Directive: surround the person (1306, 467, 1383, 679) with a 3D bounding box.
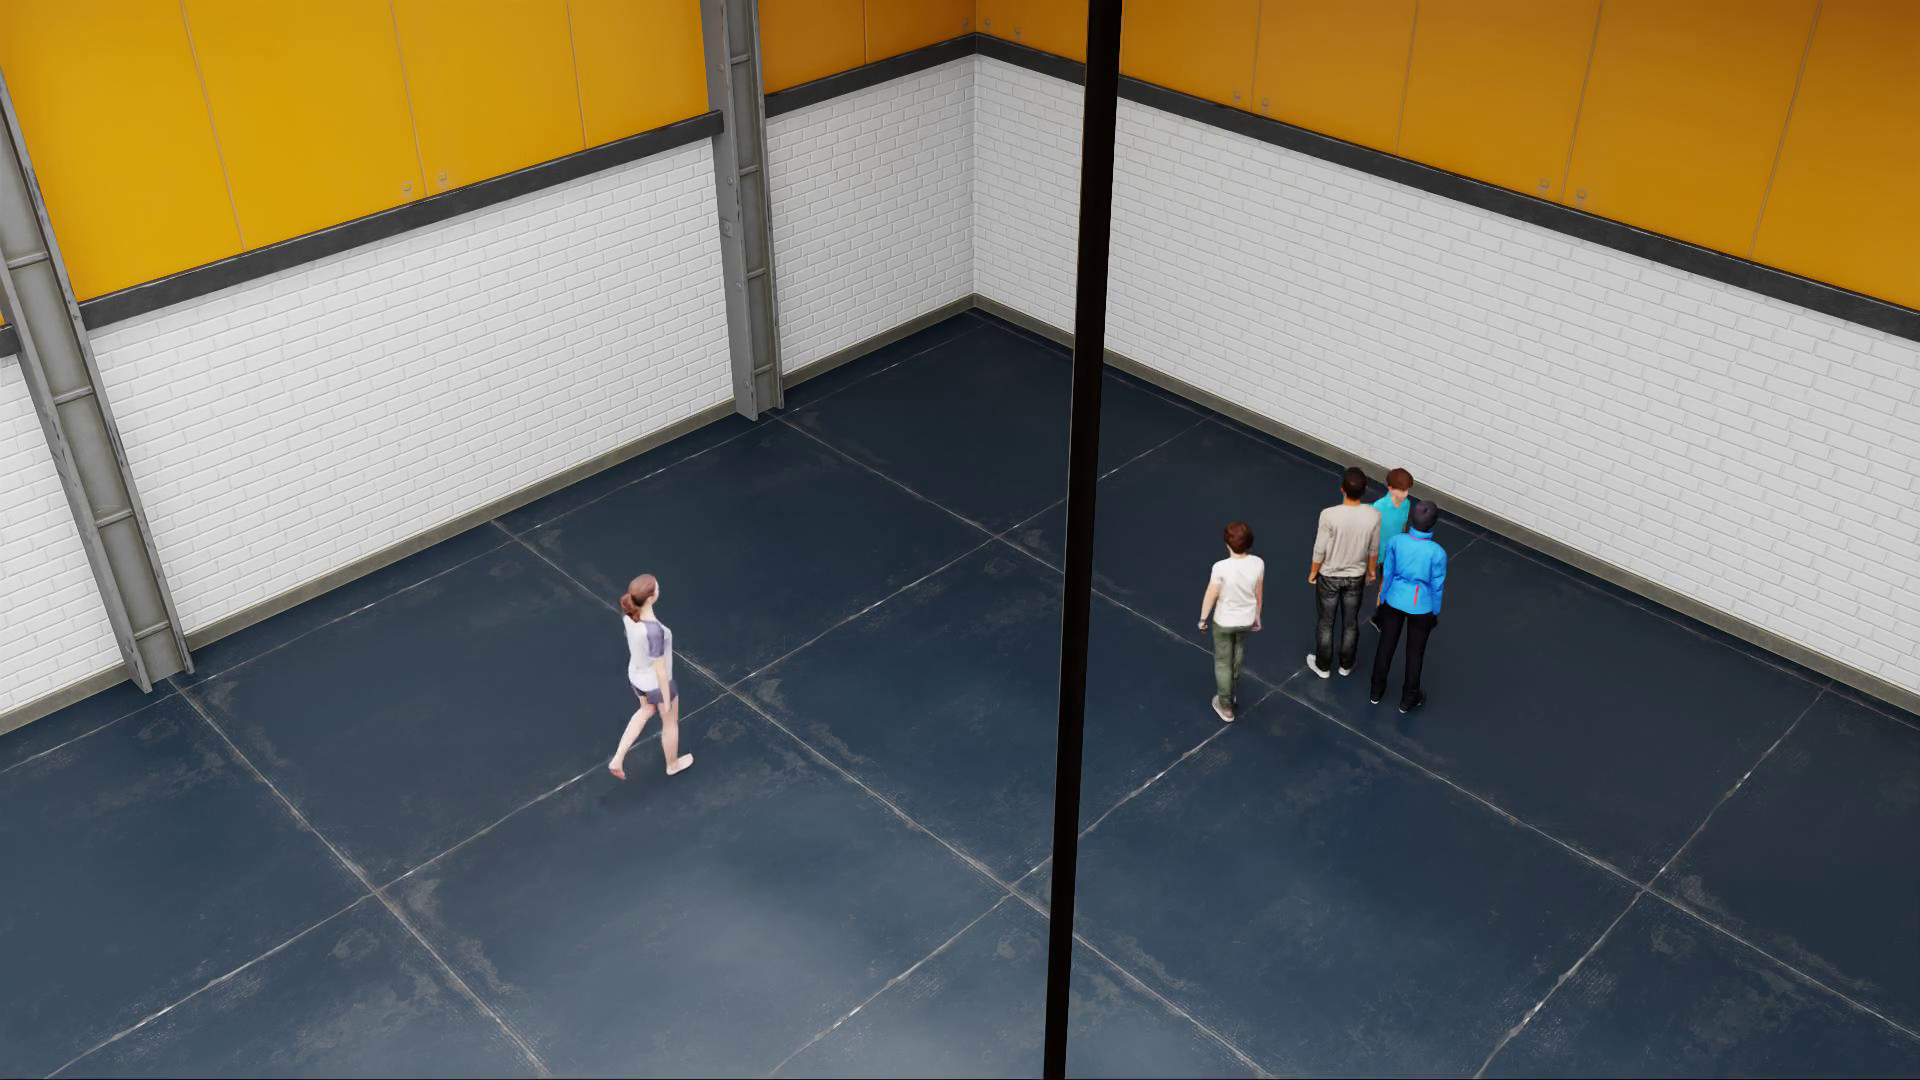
[{"bbox_3d":[2.901,0.254,12.539,0.706,1.812,0.782,1,34,1],"label":"person"}]

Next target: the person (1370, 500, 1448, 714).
[{"bbox_3d":[3.286,0.488,12.205,0.654,1.792,0.605,20,39,28],"label":"person"}]

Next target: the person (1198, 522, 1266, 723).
[{"bbox_3d":[2.021,0.637,12.117,0.724,1.641,0.791,-8,34,-12],"label":"person"}]

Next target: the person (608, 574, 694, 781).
[{"bbox_3d":[-2.199,0.998,11.474,0.592,1.751,0.855,28,43,35],"label":"person"}]

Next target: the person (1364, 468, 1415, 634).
[{"bbox_3d":[3.316,0.030,13.217,0.870,1.433,0.834,-8,35,-12],"label":"person"}]
